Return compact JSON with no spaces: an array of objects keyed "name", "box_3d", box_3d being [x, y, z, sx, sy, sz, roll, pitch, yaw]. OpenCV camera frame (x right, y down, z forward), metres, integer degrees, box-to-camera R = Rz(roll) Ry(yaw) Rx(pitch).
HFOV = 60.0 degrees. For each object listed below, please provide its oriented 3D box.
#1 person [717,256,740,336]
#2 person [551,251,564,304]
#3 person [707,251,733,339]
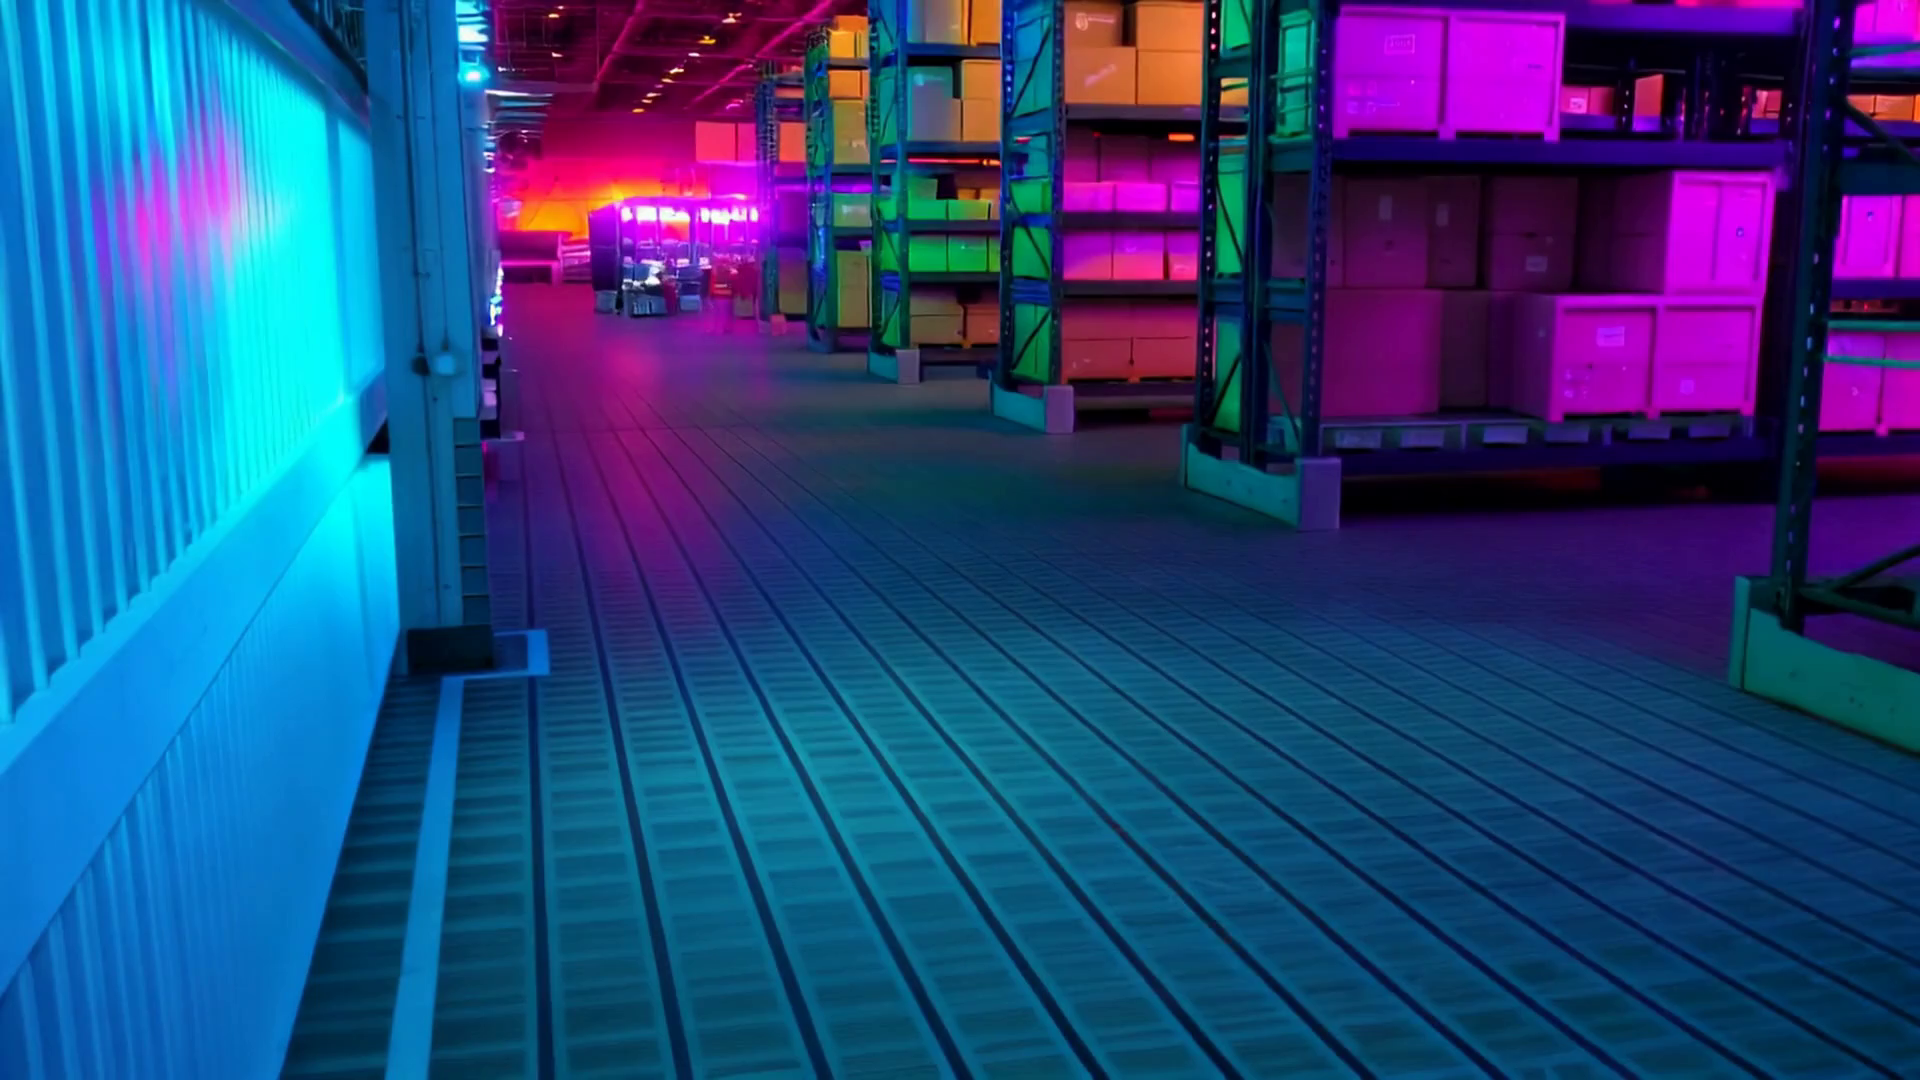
[{"name":"person","box_3d":[-5.294,-5.502,37.513,0.679,1.821,0.471,-5,11,-27]},{"name":"person","box_3d":[-14.103,-9.192,58.340,0.567,1.850,0.389,6,12,31]},{"name":"person","box_3d":[-5.301,-5.369,36.515,0.594,1.905,0.890,-6,12,-30]}]
